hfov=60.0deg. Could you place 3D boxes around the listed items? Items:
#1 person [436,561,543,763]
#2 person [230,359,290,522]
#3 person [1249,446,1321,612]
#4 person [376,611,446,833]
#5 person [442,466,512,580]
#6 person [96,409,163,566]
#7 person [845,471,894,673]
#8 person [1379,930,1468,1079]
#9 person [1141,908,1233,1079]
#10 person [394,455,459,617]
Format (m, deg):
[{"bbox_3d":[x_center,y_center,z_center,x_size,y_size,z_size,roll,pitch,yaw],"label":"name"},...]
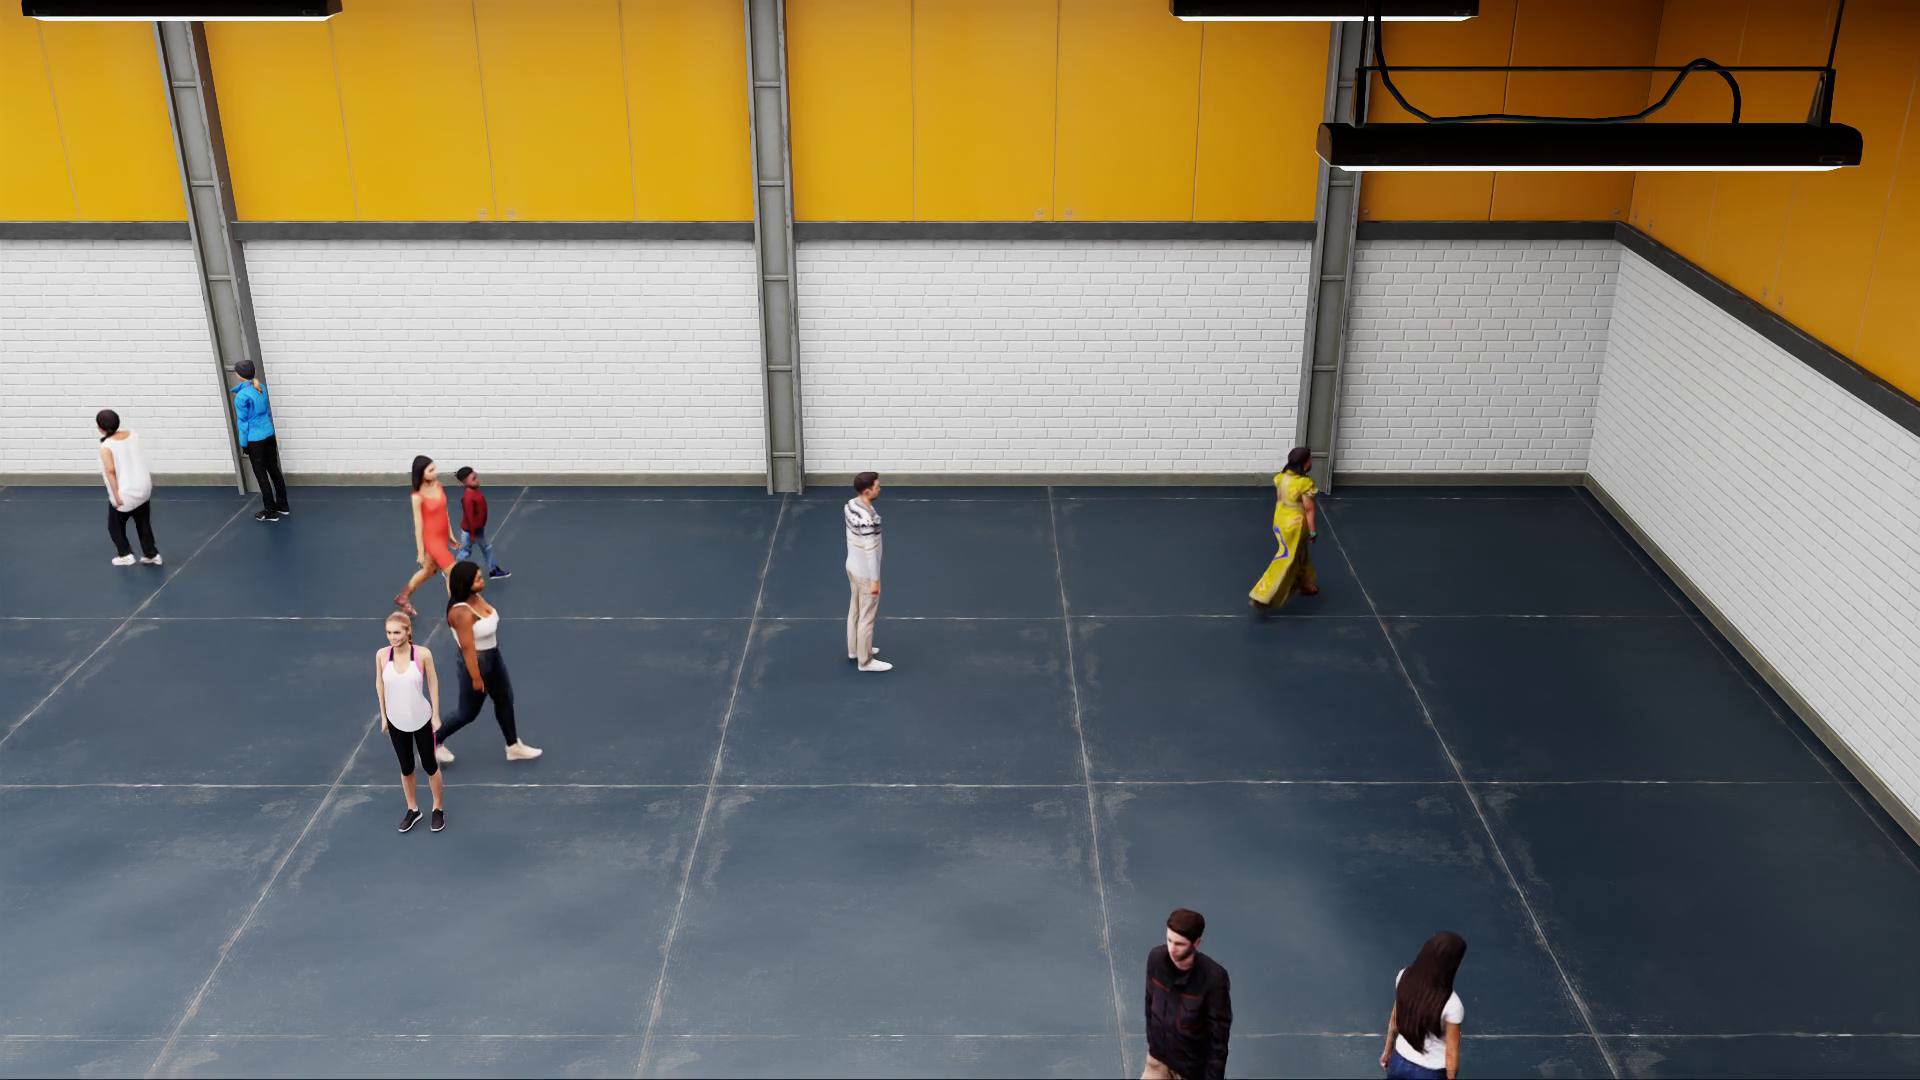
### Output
[{"bbox_3d":[-3.913,1.014,13.157,1.153,1.774,0.647,0,24,-1],"label":"person"},{"bbox_3d":[-7.540,-1.085,17.931,0.647,1.798,0.671,9,25,19],"label":"person"},{"bbox_3d":[3.104,-0.073,15.840,1.316,1.617,1.075,-11,26,-24],"label":"person"},{"bbox_3d":[-4.084,1.341,12.393,0.445,1.788,0.654,0,24,0],"label":"person"},{"bbox_3d":[-4.884,-0.135,16.445,0.881,1.247,0.551,-2,24,-4],"label":"person"},{"bbox_3d":[-8.346,-0.506,16.765,0.825,1.669,0.784,10,26,22],"label":"person"},{"bbox_3d":[-0.858,0.256,14.785,0.697,1.860,0.758,-9,25,-20],"label":"person"},{"bbox_3d":[2.383,2.900,8.881,1.200,1.745,1.069,-17,29,-33],"label":"person"},{"bbox_3d":[1.260,2.783,8.980,1.268,1.879,1.193,15,28,30],"label":"person"},{"bbox_3d":[-4.992,0.019,15.554,1.160,1.678,0.651,3,24,6],"label":"person"}]
